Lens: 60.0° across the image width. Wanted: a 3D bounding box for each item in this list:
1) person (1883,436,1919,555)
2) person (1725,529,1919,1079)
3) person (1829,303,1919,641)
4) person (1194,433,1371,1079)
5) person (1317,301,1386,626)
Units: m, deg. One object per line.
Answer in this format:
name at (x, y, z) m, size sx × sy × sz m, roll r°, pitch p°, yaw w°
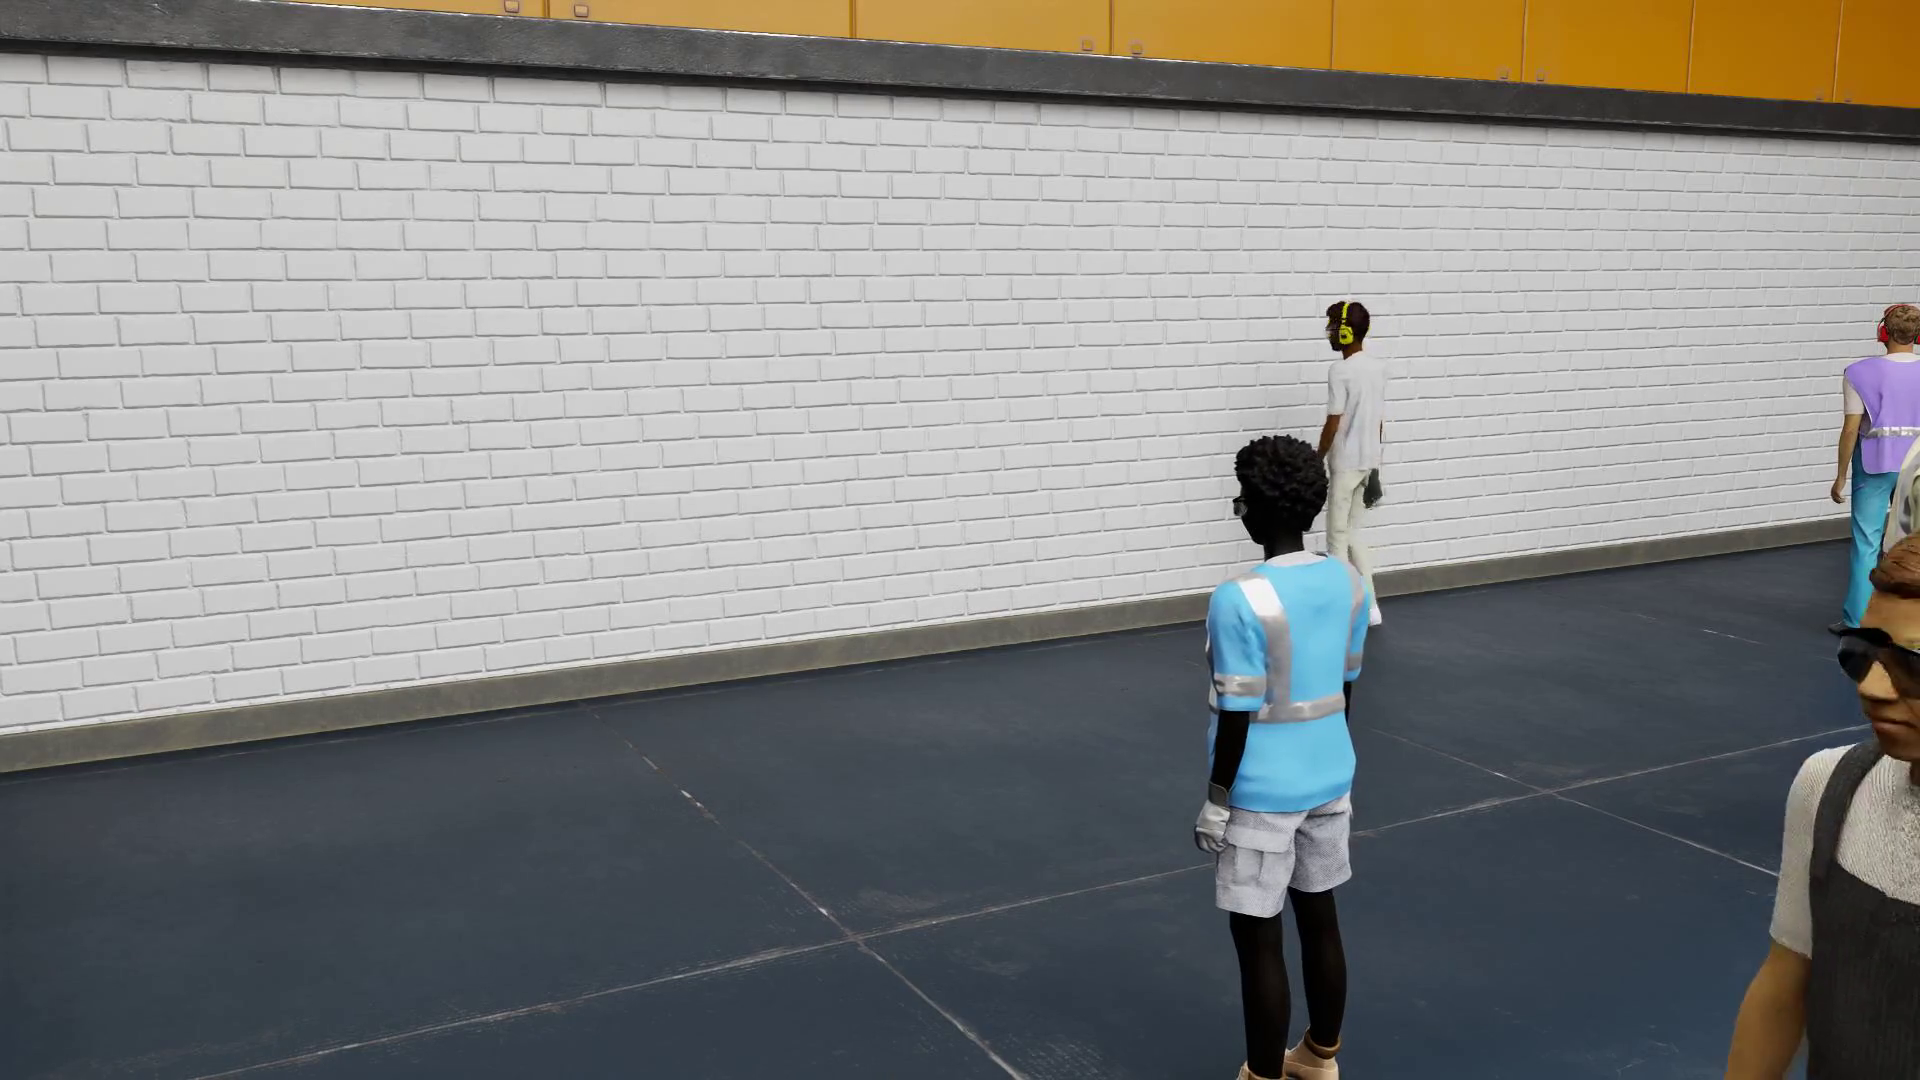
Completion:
person at (3.357, 0.245, 5.669) m, size 0.403 × 1.825 × 0.591 m, roll 6°, pitch 11°, yaw 29°
person at (1.072, 0.880, 1.989) m, size 0.663 × 1.824 × 0.550 m, roll -3°, pitch 10°, yaw -14°
person at (5.058, -0.355, 9.046) m, size 0.565 × 1.846 × 0.388 m, roll 1°, pitch 10°, yaw 6°
person at (0.766, 0.592, 4.018) m, size 0.540 × 1.697 × 0.317 m, roll -9°, pitch 13°, yaw -41°
person at (2.123, -0.382, 9.214) m, size 0.382 × 1.850 × 0.555 m, roll 9°, pitch 14°, yaw 43°
